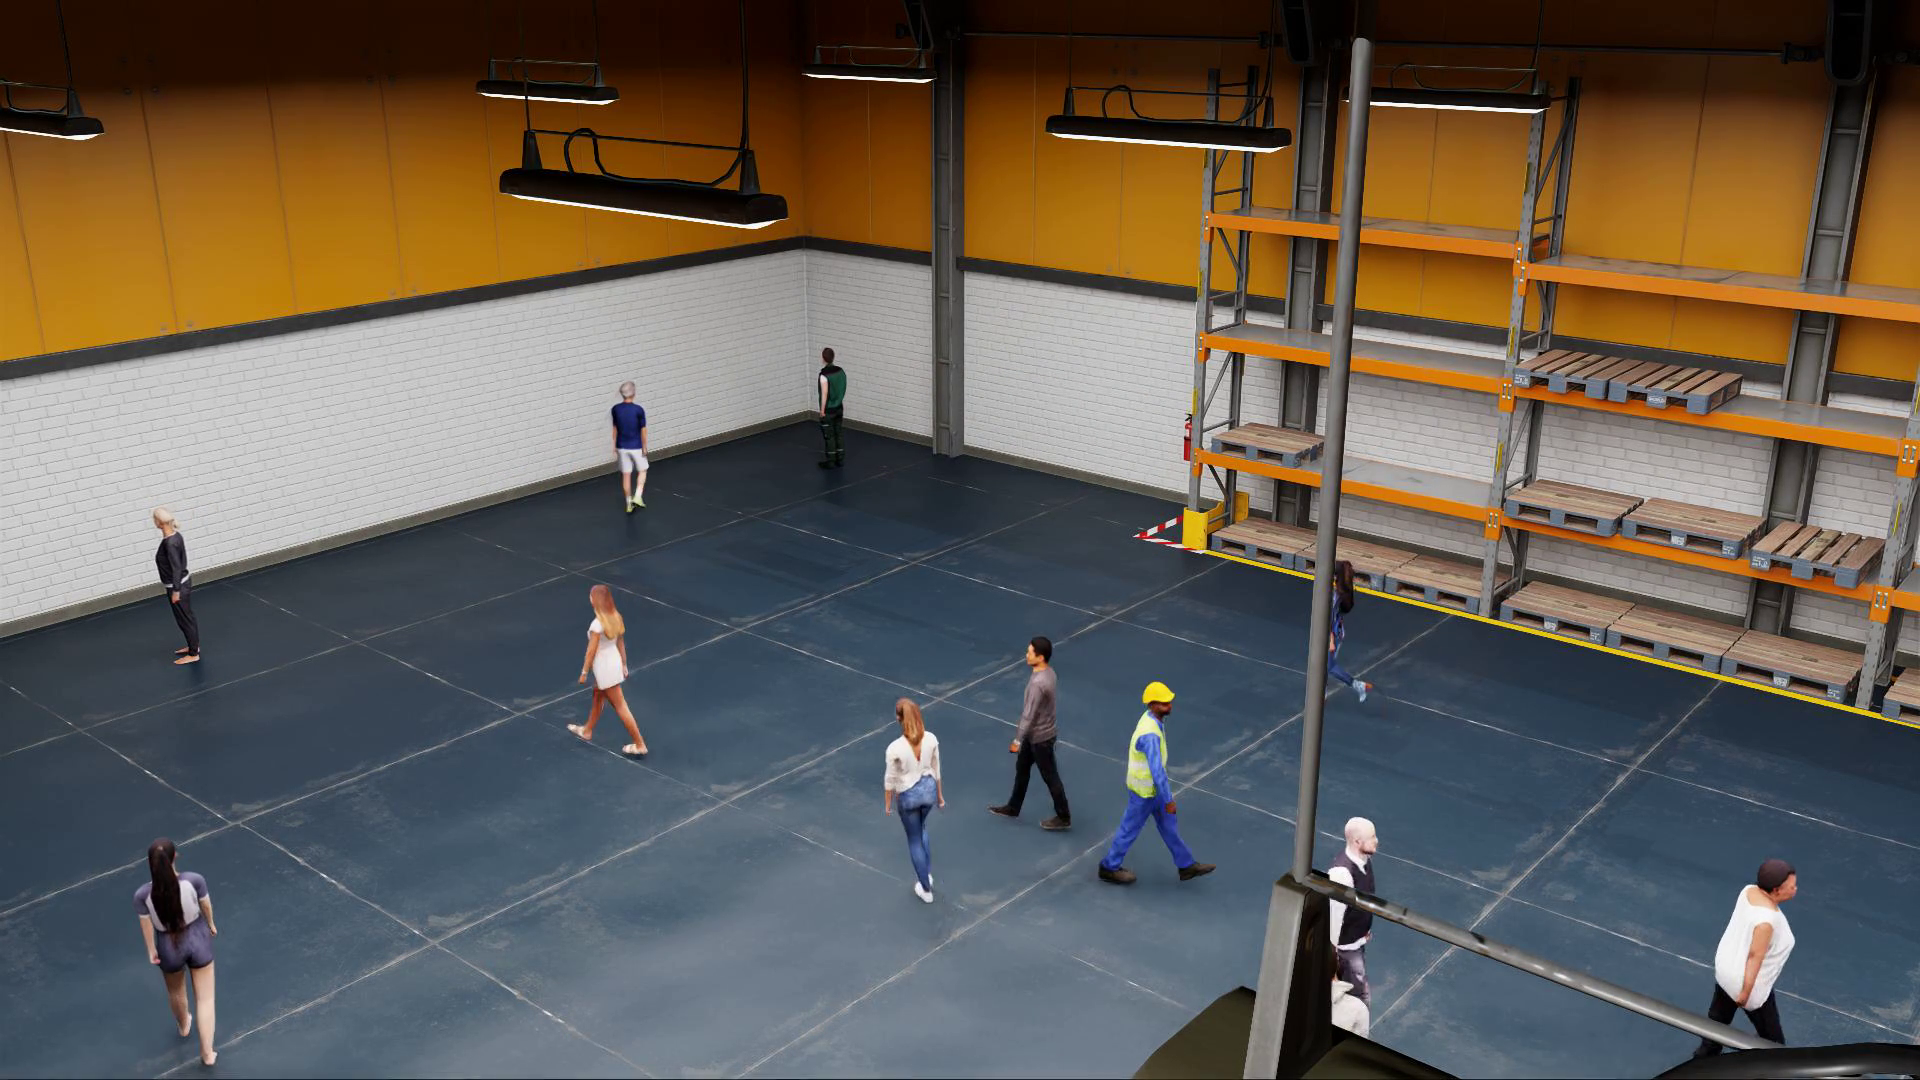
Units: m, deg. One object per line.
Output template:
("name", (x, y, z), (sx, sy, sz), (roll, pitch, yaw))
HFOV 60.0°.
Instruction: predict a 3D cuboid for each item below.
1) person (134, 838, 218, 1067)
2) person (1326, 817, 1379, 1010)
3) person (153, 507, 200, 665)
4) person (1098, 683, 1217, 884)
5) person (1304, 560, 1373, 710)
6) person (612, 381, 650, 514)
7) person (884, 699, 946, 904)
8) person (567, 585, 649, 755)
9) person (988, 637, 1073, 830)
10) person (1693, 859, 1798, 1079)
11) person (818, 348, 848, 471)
("person", (-5.175, 2.773, 11.140), (0.867, 1.619, 1.035), (-7, 20, -21))
("person", (2.500, 2.672, 11.137), (0.724, 1.812, 0.779), (9, 21, 26))
("person", (-8.388, 0.457, 17.848), (0.746, 1.727, 0.634), (-6, 20, -18))
("person", (1.410, 1.976, 13.279), (1.272, 1.766, 1.011), (5, 19, 13))
("person", (3.766, 0.963, 16.539), (0.993, 1.604, 0.844), (5, 19, 13))
("person", (-4.538, -1.244, 22.748), (0.817, 1.824, 0.879), (1, 19, 2))
("person", (-0.312, 2.082, 13.055), (0.738, 1.708, 0.762), (-9, 21, -25))
("person", (-3.229, 1.263, 15.590), (1.203, 1.642, 0.874), (6, 20, 17))
("person", (0.780, 1.682, 14.192), (0.974, 1.740, 1.096), (12, 22, 33))
("person", (5.096, 2.833, 10.894), (1.051, 1.664, 0.929), (2, 19, 6))
("person", (-1.925, -1.980, 24.912), (0.583, 1.839, 0.642), (14, 23, 35))
